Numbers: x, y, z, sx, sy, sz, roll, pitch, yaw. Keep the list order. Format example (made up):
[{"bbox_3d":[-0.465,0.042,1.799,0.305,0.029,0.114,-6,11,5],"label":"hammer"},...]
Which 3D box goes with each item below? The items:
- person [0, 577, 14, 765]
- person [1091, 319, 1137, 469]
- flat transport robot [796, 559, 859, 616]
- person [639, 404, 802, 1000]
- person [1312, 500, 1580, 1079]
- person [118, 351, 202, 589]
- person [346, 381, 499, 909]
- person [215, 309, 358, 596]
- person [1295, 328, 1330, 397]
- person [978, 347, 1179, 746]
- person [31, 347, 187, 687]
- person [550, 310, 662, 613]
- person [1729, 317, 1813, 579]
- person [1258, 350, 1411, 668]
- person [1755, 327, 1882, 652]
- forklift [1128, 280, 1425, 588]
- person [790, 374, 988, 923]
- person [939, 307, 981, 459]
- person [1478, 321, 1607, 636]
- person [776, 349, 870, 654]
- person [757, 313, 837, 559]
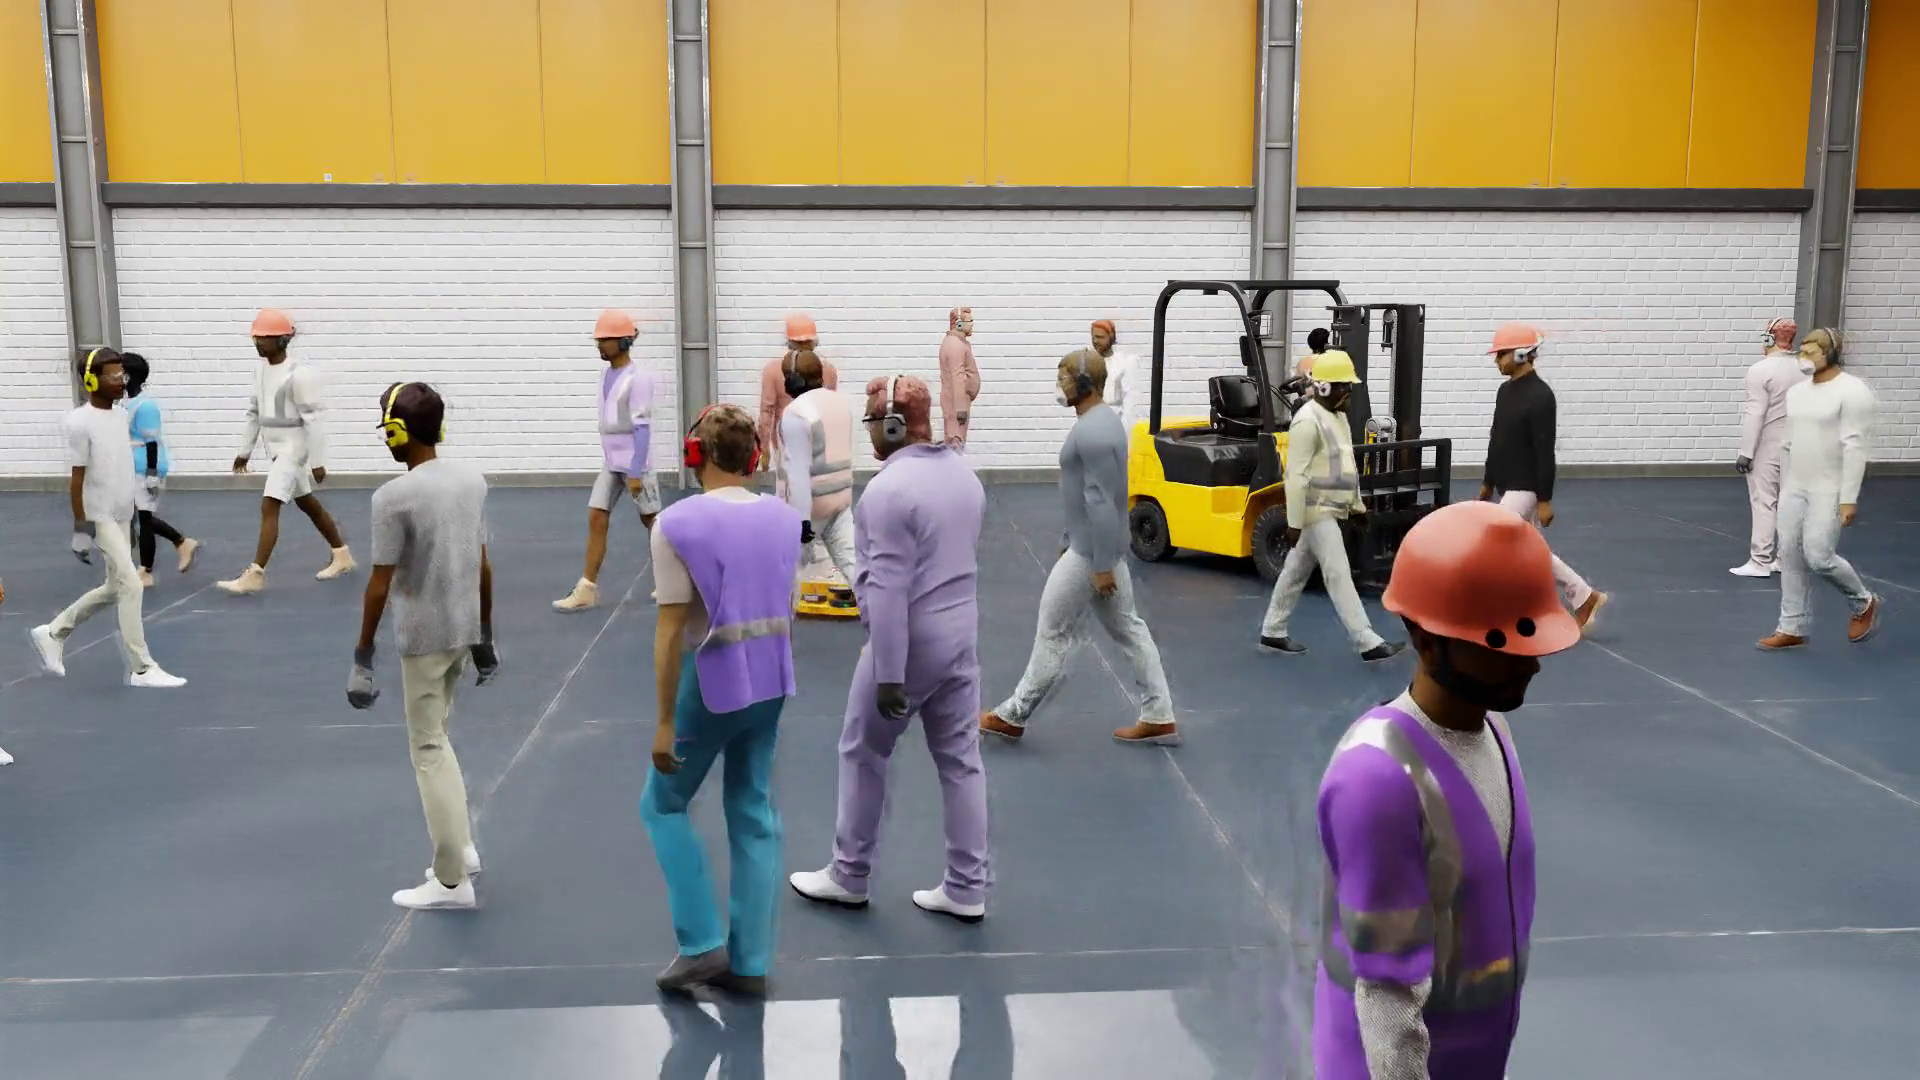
[{"bbox_3d":[-4.496,0.179,7.370,0.296,1.744,0.487,7,12,39],"label":"person"},{"bbox_3d":[1.221,-0.958,14.219,0.576,1.832,0.956,5,10,28],"label":"person"},{"bbox_3d":[-0.773,0.282,11.328,0.652,0.197,1.431,3,9,17],"label":"flat transport robot"},{"bbox_3d":[-0.737,0.499,5.103,0.498,1.819,0.600,8,12,41],"label":"person"},{"bbox_3d":[0.683,0.849,2.767,1.002,1.896,0.542,8,12,42],"label":"person"},{"bbox_3d":[-5.712,-0.493,11.752,0.554,1.684,0.548,-8,12,-41],"label":"person"},{"bbox_3d":[-1.873,0.376,5.793,0.461,1.850,0.572,4,10,23],"label":"person"},{"bbox_3d":[-4.763,-0.632,11.741,0.620,1.988,1.094,8,12,43],"label":"person"},{"bbox_3d":[3.587,-1.296,16.807,0.321,1.689,0.530,-5,10,-27],"label":"person"},{"bbox_3d":[0.557,0.045,7.769,1.040,1.880,0.655,1,9,9],"label":"person"},{"bbox_3d":[-4.628,-0.112,8.908,0.818,1.845,0.523,0,9,2],"label":"person"},{"bbox_3d":[-2.224,-0.529,11.055,1.032,1.994,0.623,-8,12,-41],"label":"person"},{"bbox_3d":[5.945,-0.670,12.187,0.642,1.909,0.399,-4,10,-22],"label":"person"},{"bbox_3d":[2.126,-0.176,9.428,0.928,1.778,0.613,5,10,27],"label":"person"},{"bbox_3d":[5.055,-0.282,9.717,0.623,1.919,0.640,-2,9,-14],"label":"person"},{"bbox_3d":[2.301,-0.860,12.475,1.214,2.155,2.313,-6,11,-35],"label":"forklift"},{"bbox_3d":[-0.235,0.368,5.752,0.825,1.873,0.678,7,11,36],"label":"person"},{"bbox_3d":[0.001,-1.314,16.230,0.400,1.910,0.643,-1,9,-6],"label":"person"},{"bbox_3d":[3.424,-0.331,9.924,0.940,1.957,0.606,0,9,-1],"label":"person"},{"bbox_3d":[-0.779,-0.202,9.614,0.955,1.804,0.662,5,10,29],"label":"person"},{"bbox_3d":[-1.230,-0.727,12.439,0.663,1.952,0.897,-5,10,-26],"label":"person"}]
